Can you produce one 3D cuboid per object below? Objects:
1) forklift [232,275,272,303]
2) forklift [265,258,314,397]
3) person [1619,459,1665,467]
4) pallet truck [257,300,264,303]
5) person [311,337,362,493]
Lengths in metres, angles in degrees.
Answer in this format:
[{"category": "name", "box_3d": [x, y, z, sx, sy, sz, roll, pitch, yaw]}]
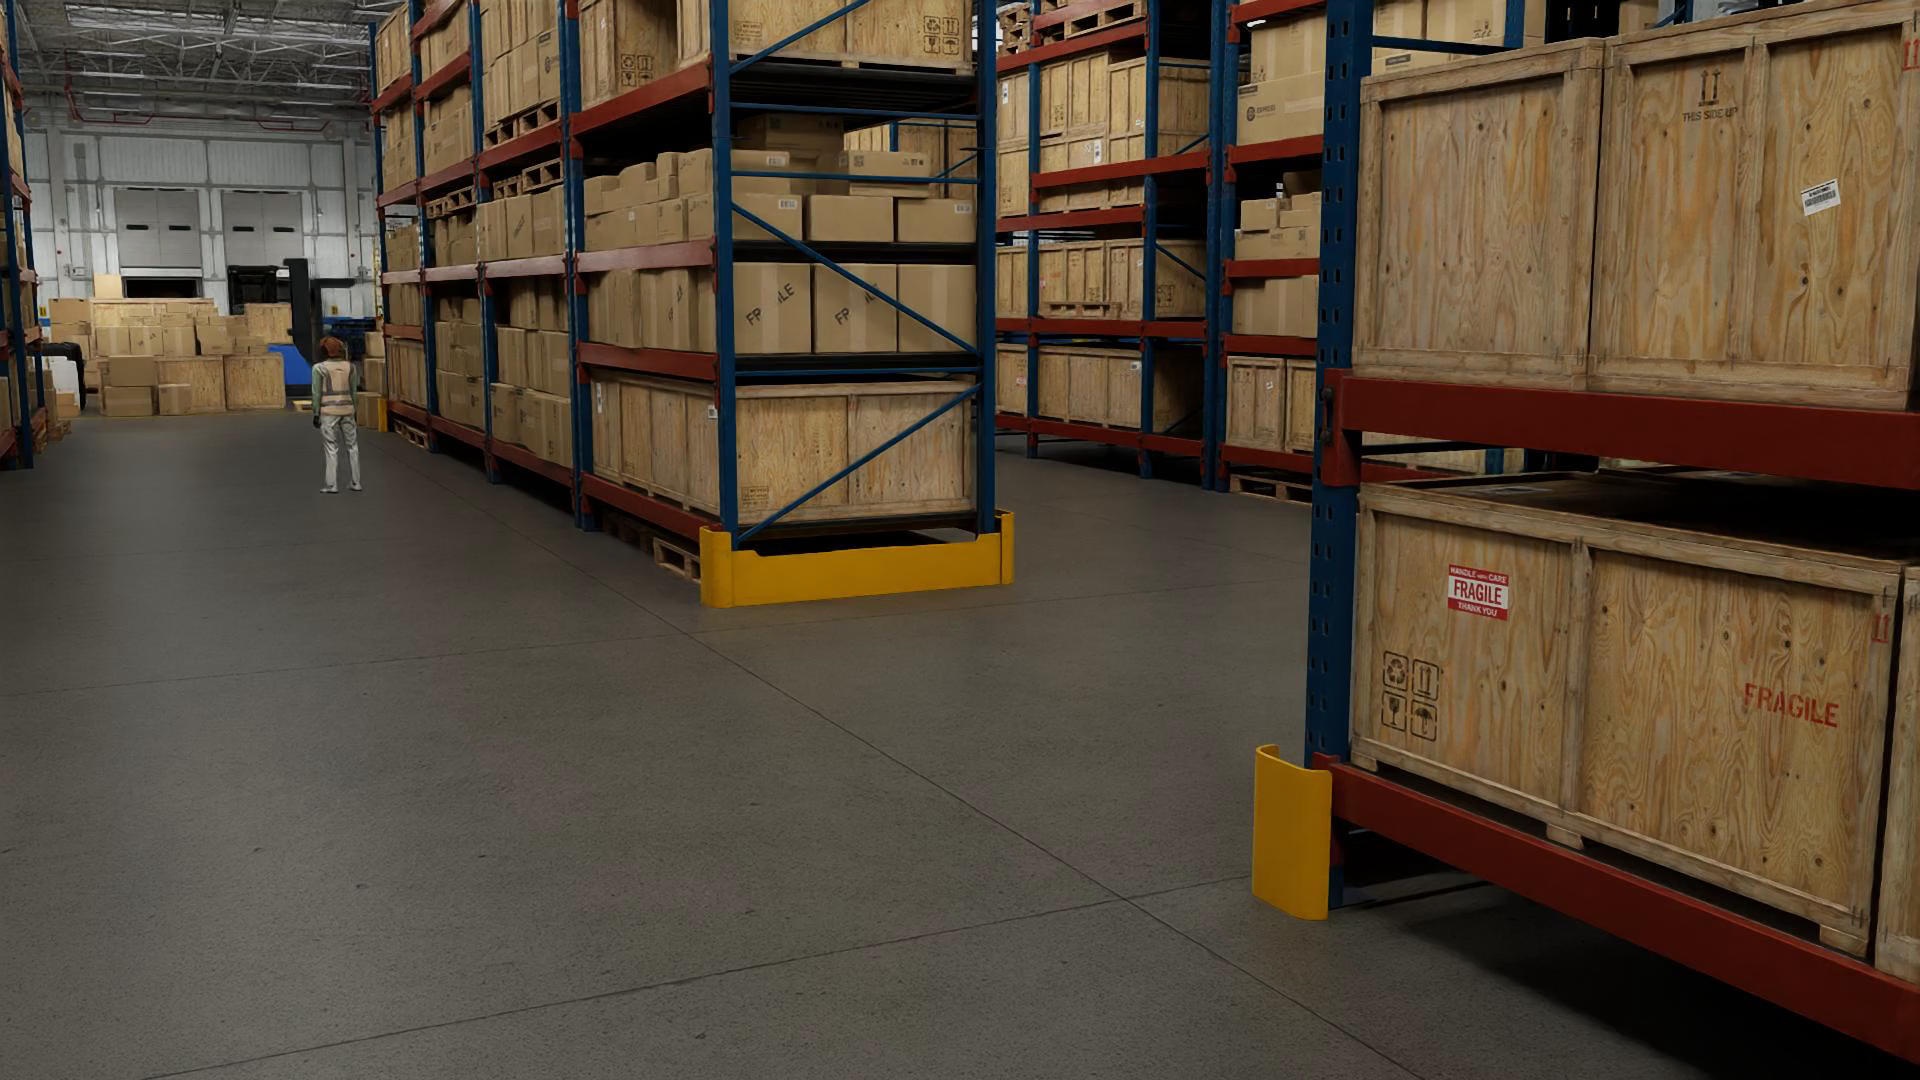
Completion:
[{"category": "forklift", "box_3d": [-17.112, -5.252, 40.304, 1.129, 2.768, 1.873, -4, 9, -26]}, {"category": "forklift", "box_3d": [-13.290, -4.266, 33.509, 1.873, 2.768, 1.129, -4, 9, -26]}, {"category": "person", "box_3d": [2.914, 0.103, 7.072, 0.796, 1.813, 0.579, -1, 8, -5]}, {"category": "pallet truck", "box_3d": [-23.913, -7.404, 58.171, 1.885, 1.965, 0.823, -1, 8, -9]}, {"category": "person", "box_3d": [-6.507, -1.300, 17.351, 0.316, 1.629, 0.512, 6, 10, 38]}]
